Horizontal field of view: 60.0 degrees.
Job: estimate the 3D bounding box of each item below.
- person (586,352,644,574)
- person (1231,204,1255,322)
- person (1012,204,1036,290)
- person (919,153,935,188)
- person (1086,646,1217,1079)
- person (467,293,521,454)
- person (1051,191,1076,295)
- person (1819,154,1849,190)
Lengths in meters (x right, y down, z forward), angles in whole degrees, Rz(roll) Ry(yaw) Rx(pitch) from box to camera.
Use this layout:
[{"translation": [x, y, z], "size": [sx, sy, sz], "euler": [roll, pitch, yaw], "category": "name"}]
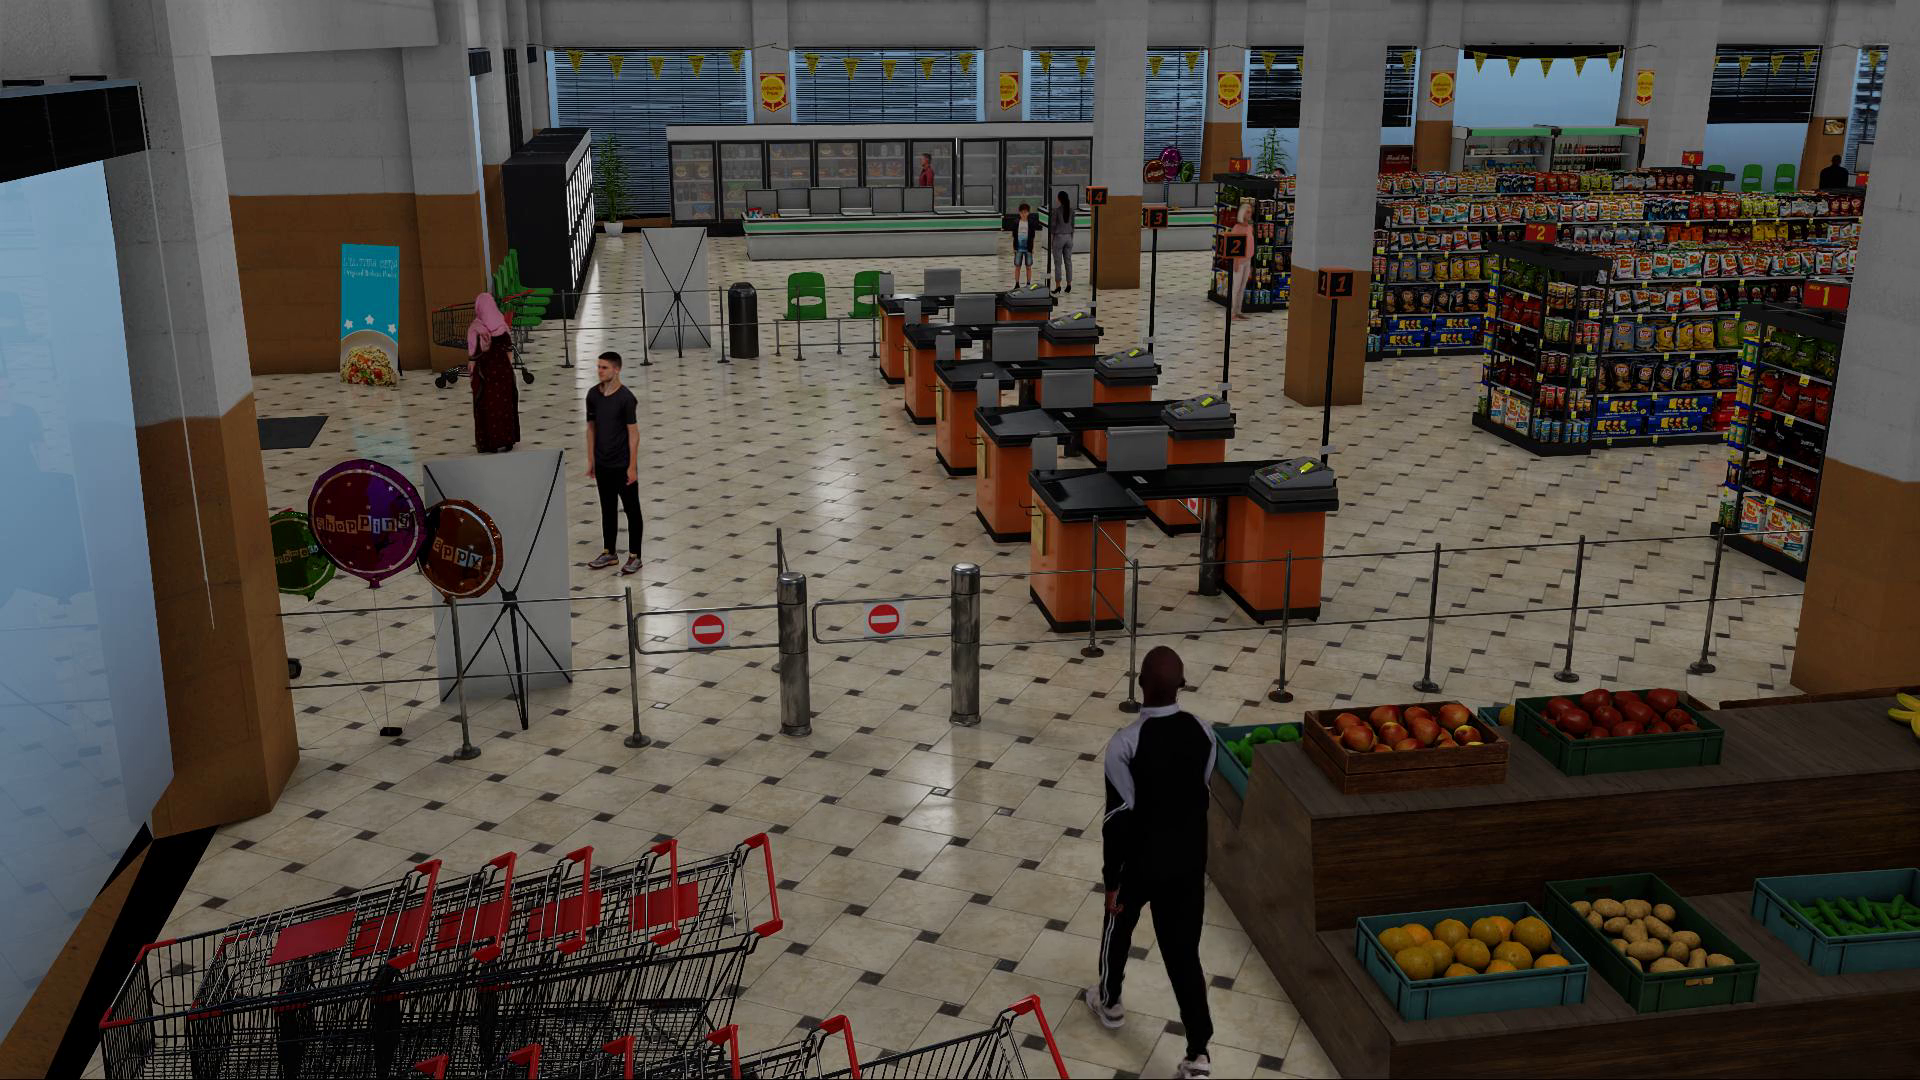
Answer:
[{"translation": [-2.723, -0.621, 13.177], "size": [0.686, 1.764, 0.778], "euler": [8, 19, 25], "category": "person"}, {"translation": [4.220, -4.174, 24.947], "size": [0.740, 1.724, 0.655], "euler": [14, 22, 39], "category": "person"}, {"translation": [1.065, -4.883, 27.758], "size": [0.524, 1.447, 0.647], "euler": [1, 17, 4], "category": "person"}, {"translation": [-0.664, -6.975, 33.987], "size": [0.557, 1.831, 0.696], "euler": [-2, 17, -6], "category": "person"}, {"translation": [0.838, 1.331, 6.667], "size": [1.119, 1.810, 0.742], "euler": [-4, 17, -14], "category": "person"}, {"translation": [-4.784, -1.714, 16.992], "size": [0.693, 1.639, 0.811], "euler": [-12, 21, -35], "category": "person"}, {"translation": [1.690, -4.915, 27.464], "size": [0.627, 1.678, 0.749], "euler": [-9, 19, -26], "category": "person"}, {"translation": [17.727, -6.924, 33.844], "size": [0.785, 1.817, 0.830], "euler": [13, 21, 36], "category": "person"}]
